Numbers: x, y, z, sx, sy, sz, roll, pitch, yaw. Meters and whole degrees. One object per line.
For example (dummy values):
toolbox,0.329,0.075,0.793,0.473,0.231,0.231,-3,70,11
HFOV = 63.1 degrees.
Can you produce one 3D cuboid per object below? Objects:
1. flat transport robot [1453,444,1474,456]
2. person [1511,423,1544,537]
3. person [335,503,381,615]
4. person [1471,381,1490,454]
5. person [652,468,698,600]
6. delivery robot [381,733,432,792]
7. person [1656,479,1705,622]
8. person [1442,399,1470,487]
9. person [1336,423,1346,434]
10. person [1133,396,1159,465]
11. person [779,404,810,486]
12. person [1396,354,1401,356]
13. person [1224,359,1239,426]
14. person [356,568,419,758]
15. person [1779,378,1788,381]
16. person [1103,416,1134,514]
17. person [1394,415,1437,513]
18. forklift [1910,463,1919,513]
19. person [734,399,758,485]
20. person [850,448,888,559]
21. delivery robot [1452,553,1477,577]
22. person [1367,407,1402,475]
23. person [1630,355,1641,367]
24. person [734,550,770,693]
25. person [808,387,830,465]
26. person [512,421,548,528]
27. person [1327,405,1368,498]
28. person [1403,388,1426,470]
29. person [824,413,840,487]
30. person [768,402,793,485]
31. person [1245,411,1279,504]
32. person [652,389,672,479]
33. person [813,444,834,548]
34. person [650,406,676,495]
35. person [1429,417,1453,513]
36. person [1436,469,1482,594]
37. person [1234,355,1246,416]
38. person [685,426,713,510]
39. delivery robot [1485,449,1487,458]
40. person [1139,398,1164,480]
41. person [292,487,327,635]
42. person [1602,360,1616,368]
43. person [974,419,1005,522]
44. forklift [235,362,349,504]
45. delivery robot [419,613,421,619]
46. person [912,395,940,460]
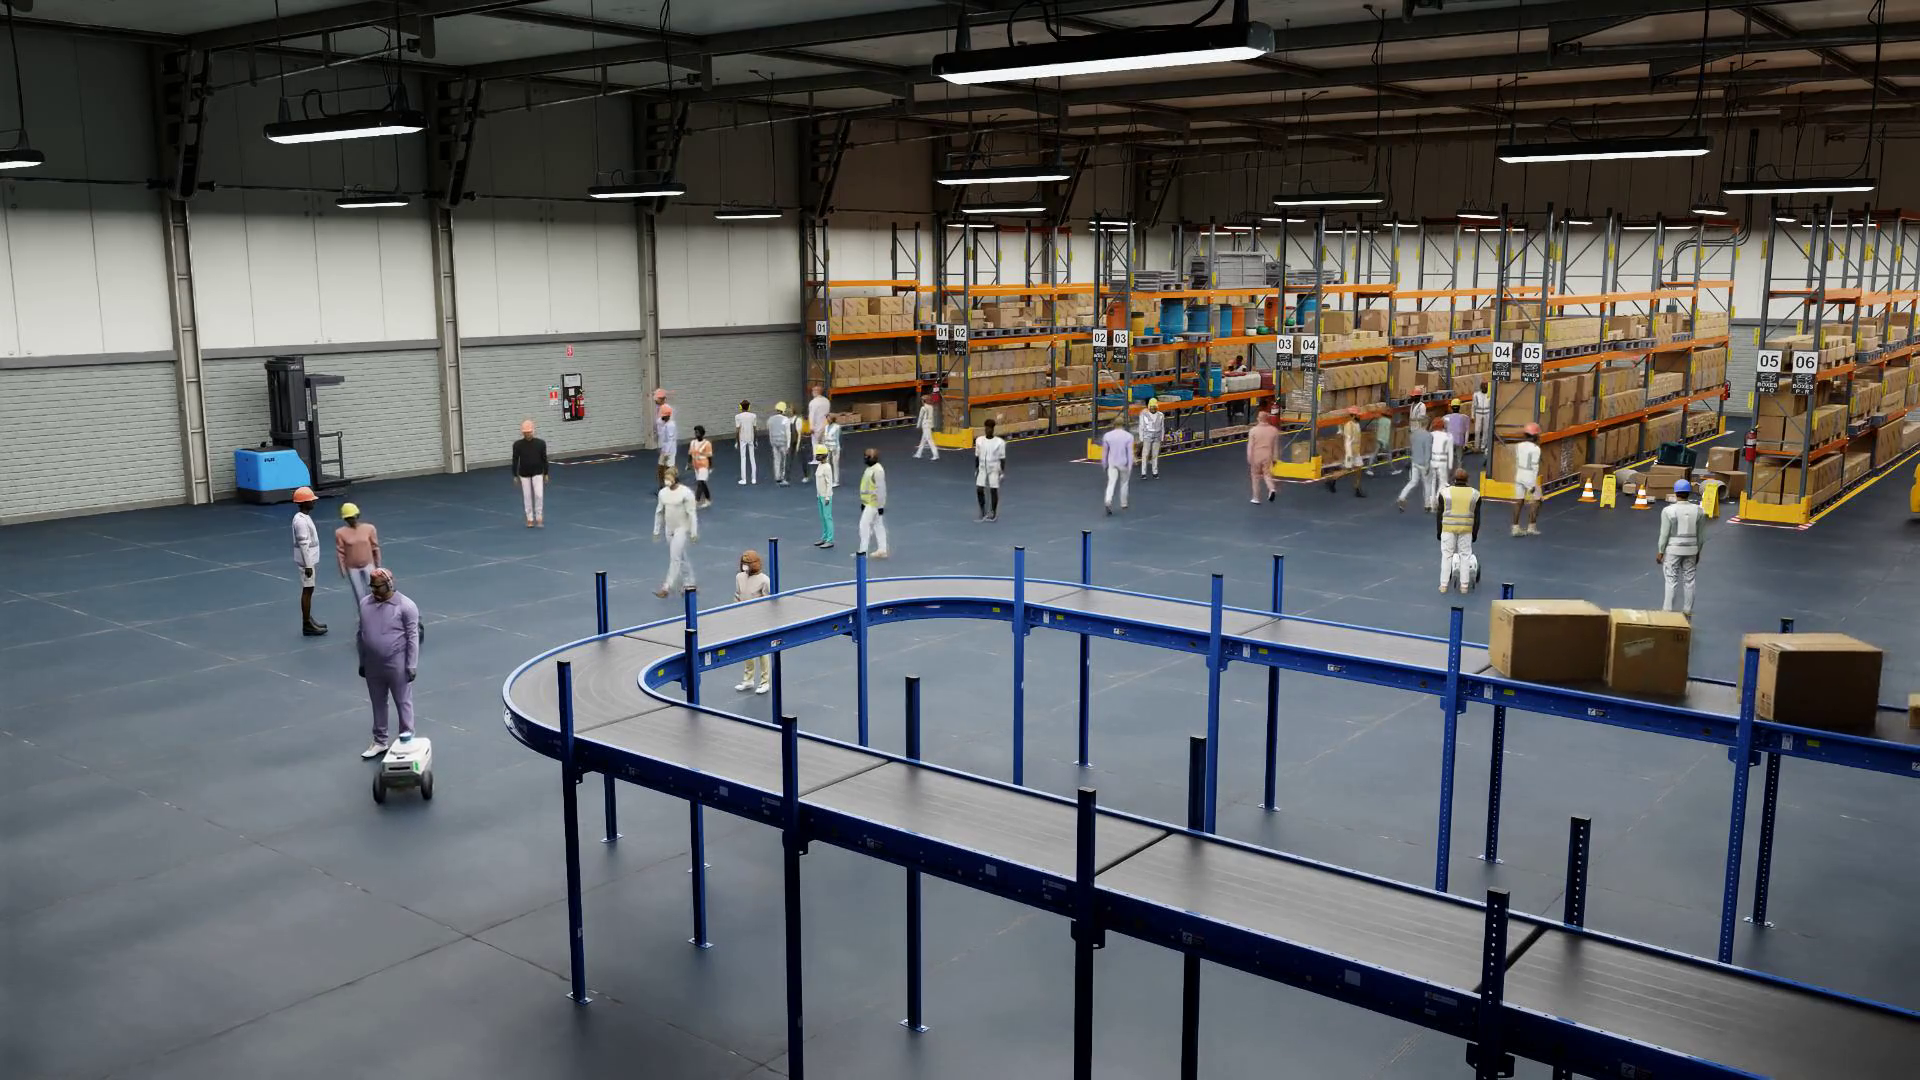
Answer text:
flat transport robot,12.571,-2.309,39.818,0.652,0.197,1.431,8,13,38
person,10.118,-1.067,27.752,0.677,2.021,0.610,-4,11,-20
person,-7.839,0.375,20.444,0.541,1.733,0.609,-4,11,-23
person,13.283,-3.104,39.730,0.611,1.843,0.923,4,11,22
person,-4.193,-0.094,22.657,0.661,1.889,0.989,7,12,35
delivery robot,-5.091,2.020,14.388,0.477,0.478,0.707,-2,10,-9
person,9.736,0.151,21.162,0.602,1.938,0.401,0,10,-2
person,10.693,-2.090,33.836,0.585,1.917,0.381,2,10,9
person,10.829,-3.914,44.281,0.546,1.853,0.414,6,12,32
person,4.435,-2.598,37.396,0.754,1.675,0.537,-4,11,-19
person,-3.601,-2.098,34.286,0.532,1.792,1.000,6,12,30
person,14.633,-5.360,52.581,0.889,1.796,0.598,-5,11,-25
person,8.039,-4.375,46.510,0.662,1.974,0.571,6,12,30
person,-5.620,1.207,15.325,0.639,1.902,0.407,2,10,12
person,23.721,-4.105,45.259,1.020,1.884,0.560,7,12,33
person,3.047,-1.455,30.336,0.630,1.904,0.931,4,11,20
person,8.912,-1.476,30.428,0.875,1.899,0.633,-4,11,-23
forklift,19.034,-1.348,28.998,2.313,2.155,1.214,8,13,37
person,-4.699,-2.159,34.351,0.521,1.874,0.327,-4,11,-23
person,-1.539,-0.594,25.690,0.771,1.812,0.646,-2,10,-11
delivery robot,7.647,0.364,23.711,0.477,0.478,0.707,3,10,15
person,9.671,-2.253,35.695,0.889,1.578,0.515,-3,11,-17
person,21.136,-4.802,48.923,0.495,1.978,0.628,1,10,6
person,-2.346,0.915,17.717,0.507,1.630,0.268,6,12,31
person,-3.403,-2.741,37.607,0.453,1.882,0.696,9,13,40
person,-7.862,-1.185,28.601,0.656,1.961,0.835,-2,10,-14
person,8.111,-1.858,32.533,0.800,1.920,0.552,9,13,41
person,10.672,-2.602,36.652,0.370,1.939,0.543,-2,10,-13
person,-2.827,-1.931,33.783,0.518,1.619,0.546,9,14,42
person,-3.924,-2.123,34.310,0.595,1.816,0.431,5,11,25
person,6.068,-1.646,31.408,0.650,1.890,0.563,-3,10,-15
person,-6.693,-2.385,35.183,0.454,2.024,0.633,-7,12,-36
person,-2.343,-0.754,26.737,0.316,1.767,0.535,-4,11,-22
person,-6.120,-1.844,32.574,0.639,1.884,0.571,-5,11,-28
person,9.270,-1.460,30.408,0.613,1.873,0.427,5,11,25
person,7.348,-0.138,23.101,0.619,1.836,0.431,2,10,9
person,8.880,-4.922,49.762,0.385,1.921,0.596,-4,11,-24
person,-5.158,-1.415,30.768,0.537,1.656,0.857,8,13,36
delivery robot,12.943,-2.120,37.691,0.477,0.478,0.707,9,14,43
person,4.313,-2.277,35.118,0.589,1.835,0.404,-2,10,-12
person,-8.538,0.264,20.509,0.340,1.942,0.551,-4,11,-21
person,21.061,-5.099,50.921,0.517,1.865,0.327,-3,11,-16
person,0.511,-1.284,29.217,0.647,1.937,0.768,4,11,22
forklift,-13.803,-2.244,32.110,1.129,2.768,1.873,8,13,37
delivery robot,-7.241,0.905,19.931,0.698,0.223,0.335,-3,11,-18
person,-0.820,-2.769,38.560,0.854,1.597,0.522,5,11,26
